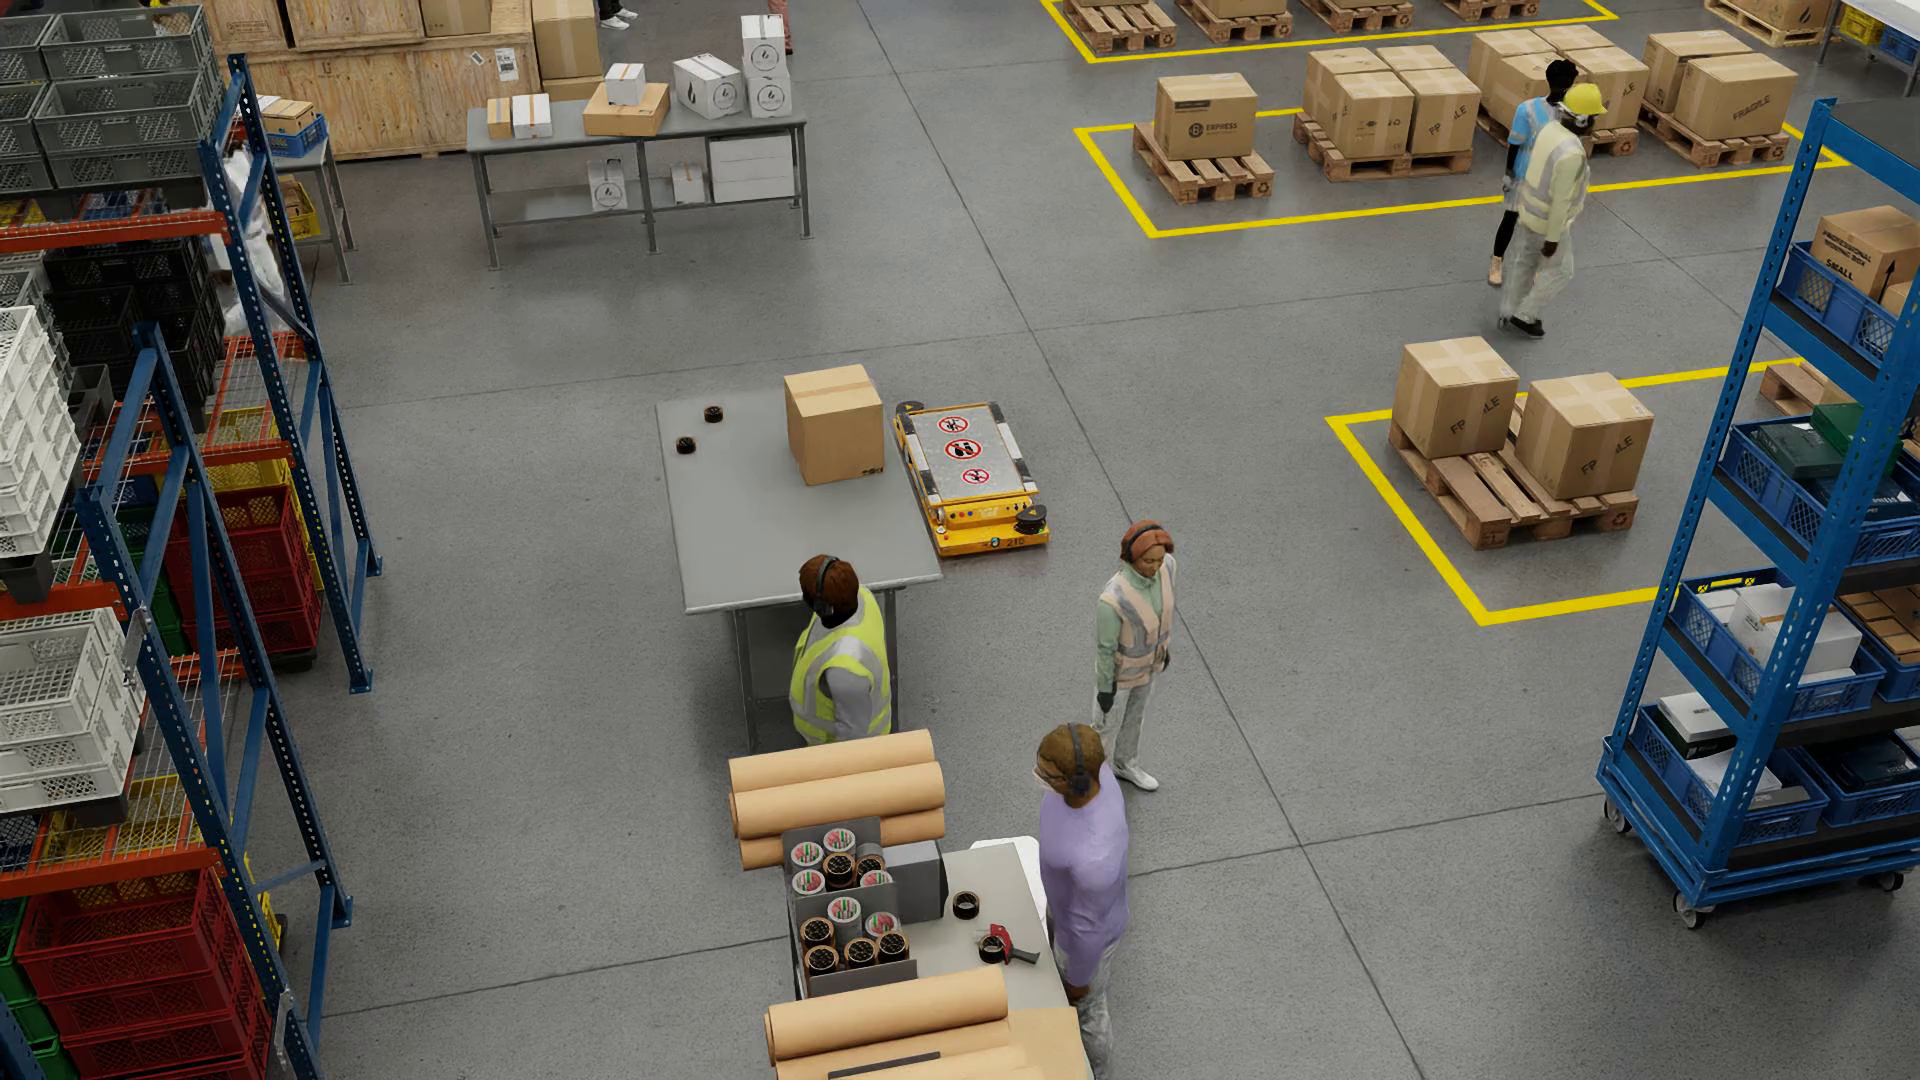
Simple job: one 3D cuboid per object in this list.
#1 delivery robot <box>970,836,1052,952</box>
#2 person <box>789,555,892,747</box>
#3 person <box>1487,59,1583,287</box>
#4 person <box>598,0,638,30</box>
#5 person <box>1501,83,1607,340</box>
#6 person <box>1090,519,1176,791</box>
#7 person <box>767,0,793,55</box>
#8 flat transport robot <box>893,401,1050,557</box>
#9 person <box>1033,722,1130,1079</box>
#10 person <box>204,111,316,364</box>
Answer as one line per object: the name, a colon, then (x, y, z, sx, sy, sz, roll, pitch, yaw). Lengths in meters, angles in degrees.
delivery robot: (0.234, 1.591, 7.081, 0.477, 0.478, 0.707, -5, 37, -6)
person: (-0.504, 0.816, 7.131, 0.430, 1.841, 0.624, -1, 37, -2)
person: (4.120, -2.598, 11.835, 0.540, 1.695, 0.317, -1, 37, -1)
person: (-3.467, -5.976, 16.200, 0.377, 1.912, 0.588, 3, 37, 4)
person: (3.978, -2.188, 11.183, 0.440, 1.813, 0.626, -1, 37, -2)
person: (0.785, 0.584, 7.609, 0.315, 1.636, 0.515, 27, 44, 31)
person: (-1.802, -5.521, 15.602, 0.400, 1.900, 0.651, -7, 37, -9)
flat transport robot: (0.046, -0.430, 10.108, 0.652, 0.197, 1.431, -8, 37, -10)
person: (0.443, 1.418, 6.249, 0.375, 1.930, 0.629, -1, 37, -1)
person: (-4.729, -1.938, 10.810, 0.597, 1.865, 0.610, -1, 37, -2)
